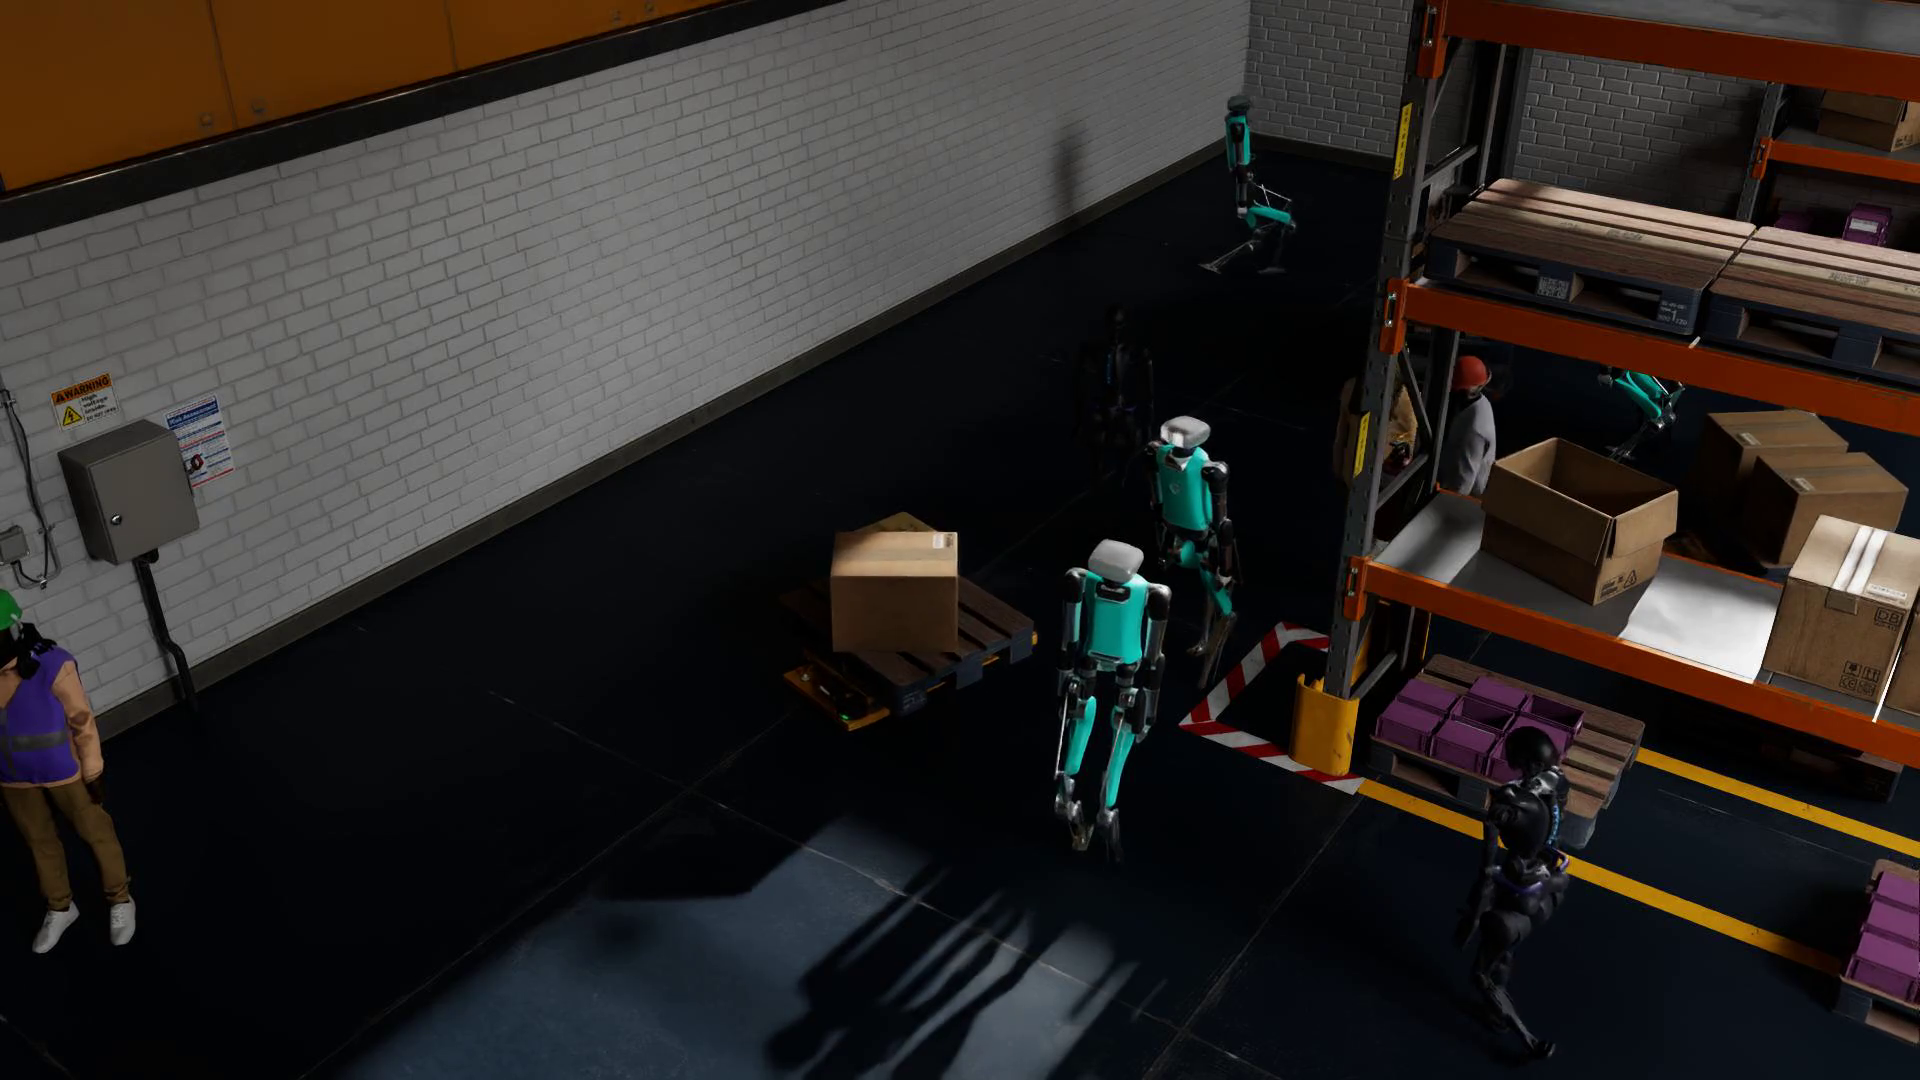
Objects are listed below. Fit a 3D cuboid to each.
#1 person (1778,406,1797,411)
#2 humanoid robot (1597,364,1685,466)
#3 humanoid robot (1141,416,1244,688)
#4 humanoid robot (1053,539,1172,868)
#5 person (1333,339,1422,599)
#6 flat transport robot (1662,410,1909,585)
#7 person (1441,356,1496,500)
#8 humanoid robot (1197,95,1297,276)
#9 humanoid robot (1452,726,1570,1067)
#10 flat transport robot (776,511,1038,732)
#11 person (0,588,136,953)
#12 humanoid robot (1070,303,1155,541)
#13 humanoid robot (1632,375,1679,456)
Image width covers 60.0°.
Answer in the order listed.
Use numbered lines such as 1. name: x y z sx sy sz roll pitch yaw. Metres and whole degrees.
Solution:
1. person: 5.730 -1.149 11.446 0.756 1.865 0.671 -4 30 -8
2. humanoid robot: 4.801 -1.255 11.618 0.533 1.673 0.735 -25 38 -36
3. humanoid robot: 1.436 0.047 9.558 0.552 1.811 0.857 24 38 35
4. humanoid robot: 0.660 0.908 8.019 0.537 1.821 0.660 10 32 17
5. person: 2.508 -0.386 10.118 0.560 1.850 0.622 24 38 35
6. flat transport robot: 5.336 0.130 10.814 1.431 0.231 0.659 -2 30 -4
7. person: 3.066 -0.356 10.229 0.926 1.681 0.589 4 30 7
8. humanoid robot: 2.731 -3.129 15.036 1.031 1.745 0.539 3 30 5
9. humanoid robot: 2.427 1.519 7.003 0.590 1.627 0.514 -22 37 -33
10. flat transport robot: -0.283 0.665 9.886 1.431 0.231 0.659 -23 37 -34
11. person: -4.177 1.033 7.583 0.531 1.932 0.409 -3 30 -5
12. humanoid robot: 1.010 -0.772 10.970 0.585 1.641 0.354 9 31 15
13. humanoid robot: 5.152 -1.442 12.120 0.583 1.648 0.342 20 36 31
